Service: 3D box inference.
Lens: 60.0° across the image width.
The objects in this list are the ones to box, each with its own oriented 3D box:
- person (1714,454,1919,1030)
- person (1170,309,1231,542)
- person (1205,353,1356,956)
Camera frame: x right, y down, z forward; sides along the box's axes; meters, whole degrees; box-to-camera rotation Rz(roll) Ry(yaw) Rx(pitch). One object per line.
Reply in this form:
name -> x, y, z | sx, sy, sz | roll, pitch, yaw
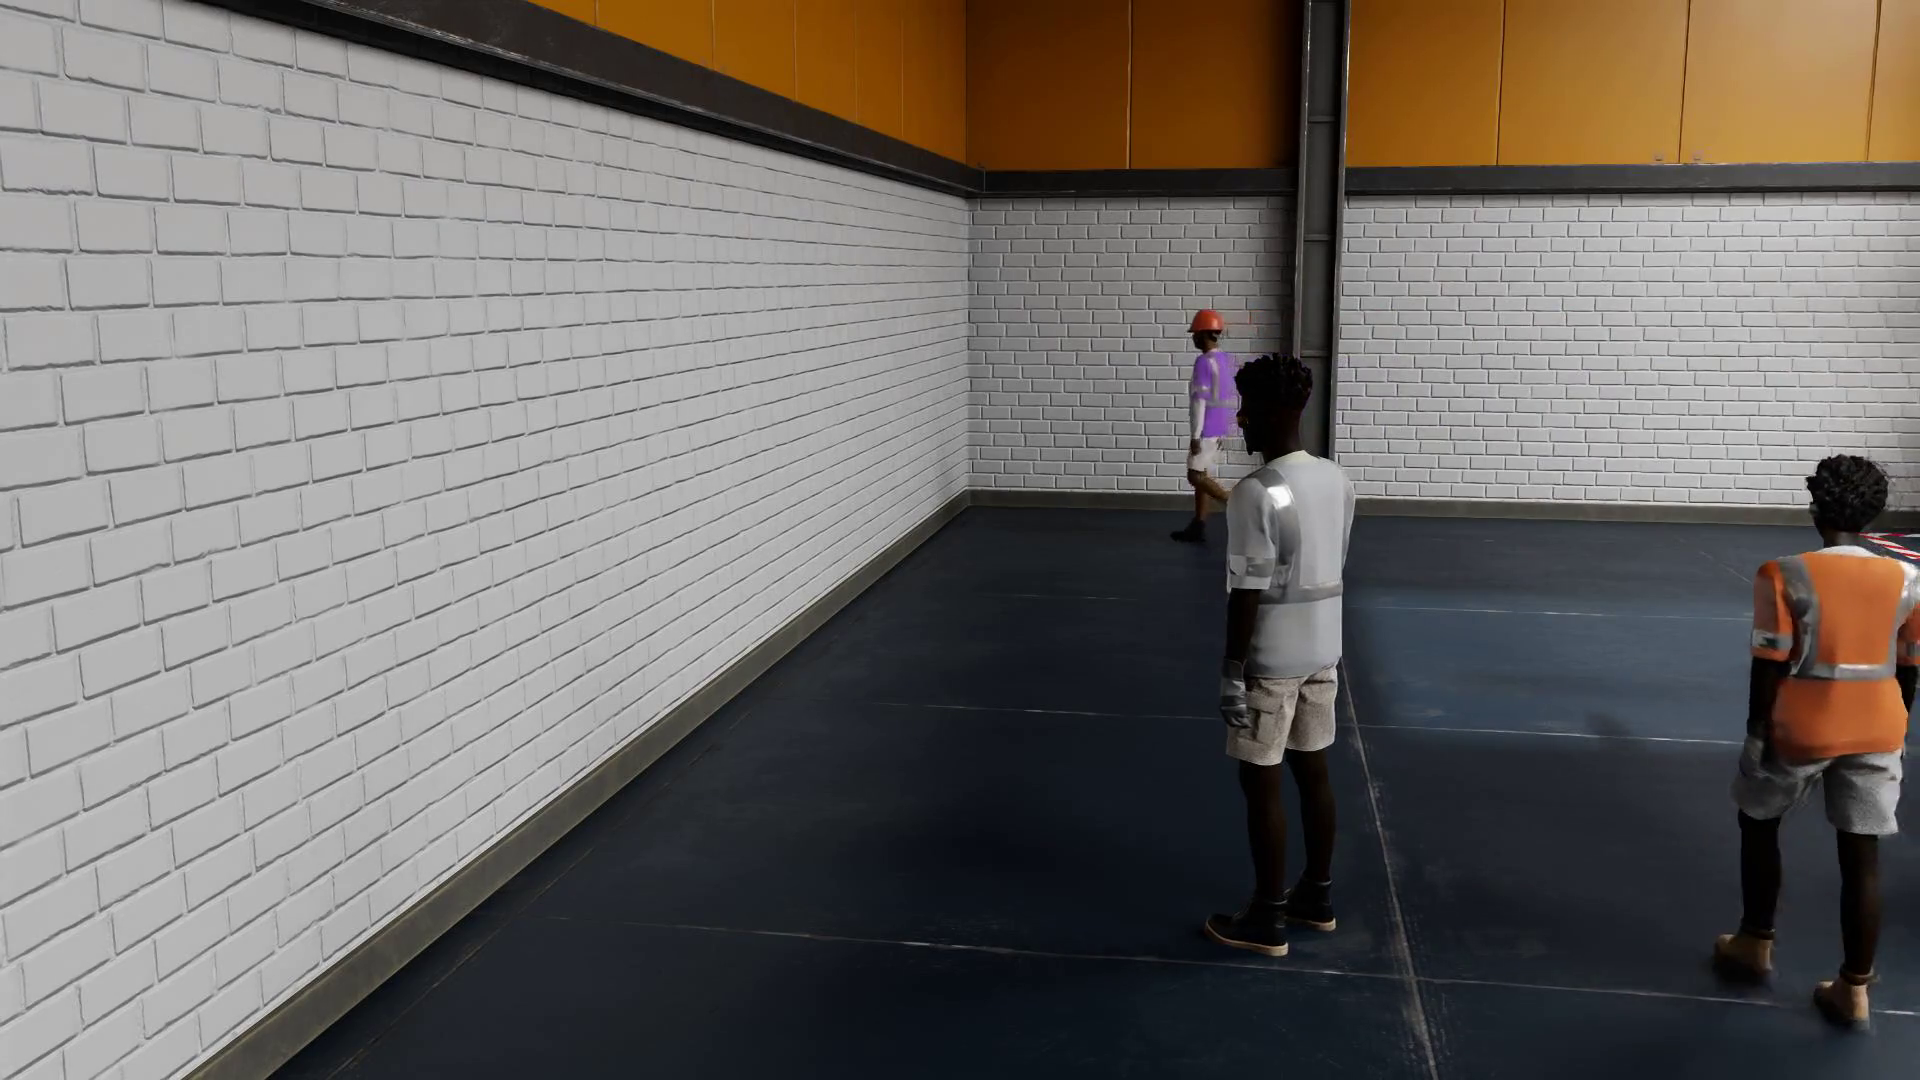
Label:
person -> 2.600, 0.577, 5.039 | 0.550, 1.669, 0.686 | 0, 9, 1
person -> 2.062, -0.907, 13.501 | 0.656, 1.917, 0.555 | 5, 10, 28
person -> 1.051, 0.371, 5.458 | 0.607, 1.959, 0.375 | -9, 13, -44
